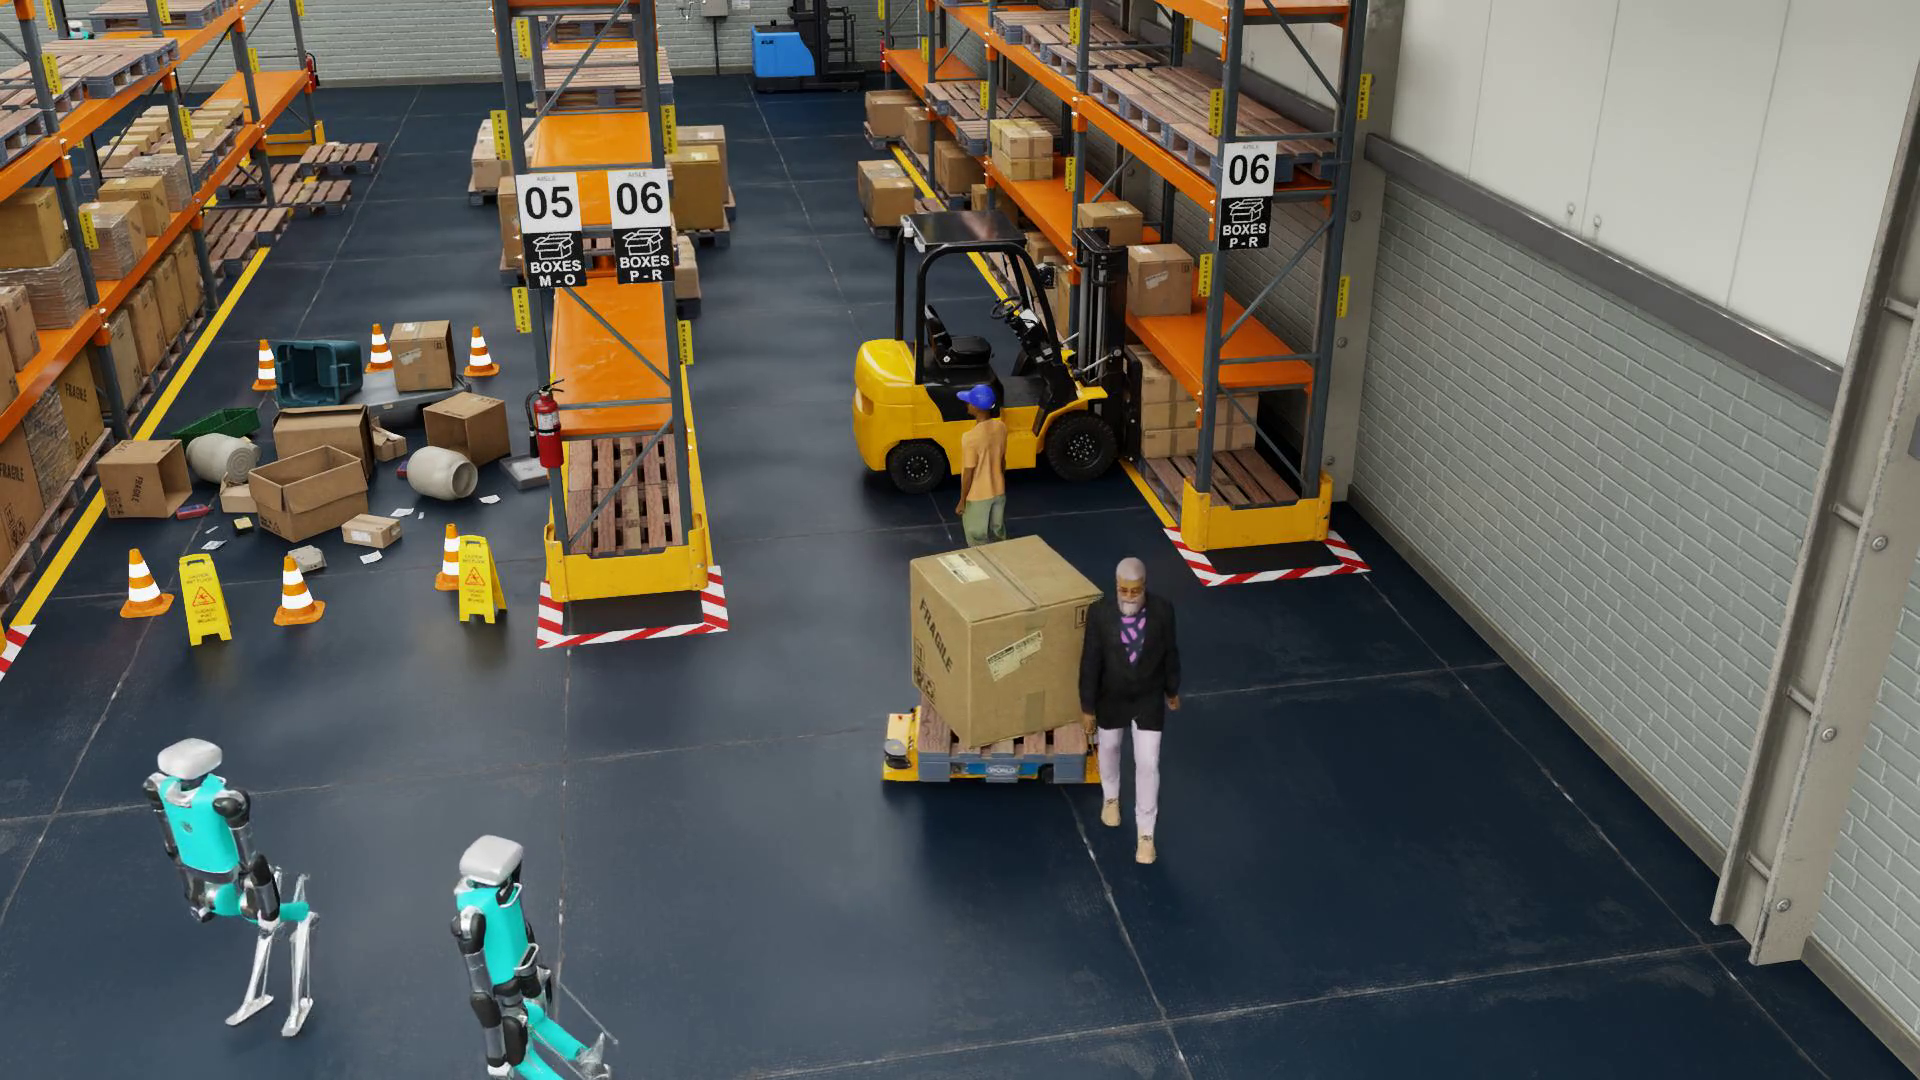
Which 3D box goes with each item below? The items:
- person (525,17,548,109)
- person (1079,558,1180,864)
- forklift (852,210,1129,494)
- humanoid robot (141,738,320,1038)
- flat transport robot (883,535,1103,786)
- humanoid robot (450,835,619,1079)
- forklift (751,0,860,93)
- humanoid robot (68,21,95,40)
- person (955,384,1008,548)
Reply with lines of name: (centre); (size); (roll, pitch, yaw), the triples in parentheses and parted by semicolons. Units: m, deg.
person: (-7.274, -8.430, 28.947); (0.688, 1.774, 0.591); (-7, 27, -15)
person: (0.960, 0.940, 9.371); (0.568, 1.820, 0.837); (2, 26, 3)
forklift: (0.216, -1.659, 14.366); (2.313, 2.155, 1.214); (-5, 26, -10)
humanoid robot: (-3.384, 1.625, 7.998); (0.531, 1.755, 0.723); (8, 27, 17)
flat transport robot: (0.251, 1.272, 10.479); (1.431, 0.231, 0.659); (1, 26, 1)
humanoid robot: (-1.741, 2.059, 7.125); (0.669, 1.772, 0.548); (2, 26, 5)
forklift: (-2.872, -9.679, 30.288); (1.873, 2.768, 1.129); (-5, 26, -10)
humanoid robot: (-14.568, -7.722, 27.533); (0.562, 1.729, 1.058); (-23, 34, -39)
person: (0.153, -0.326, 12.134); (0.336, 1.719, 0.445); (23, 34, 39)
